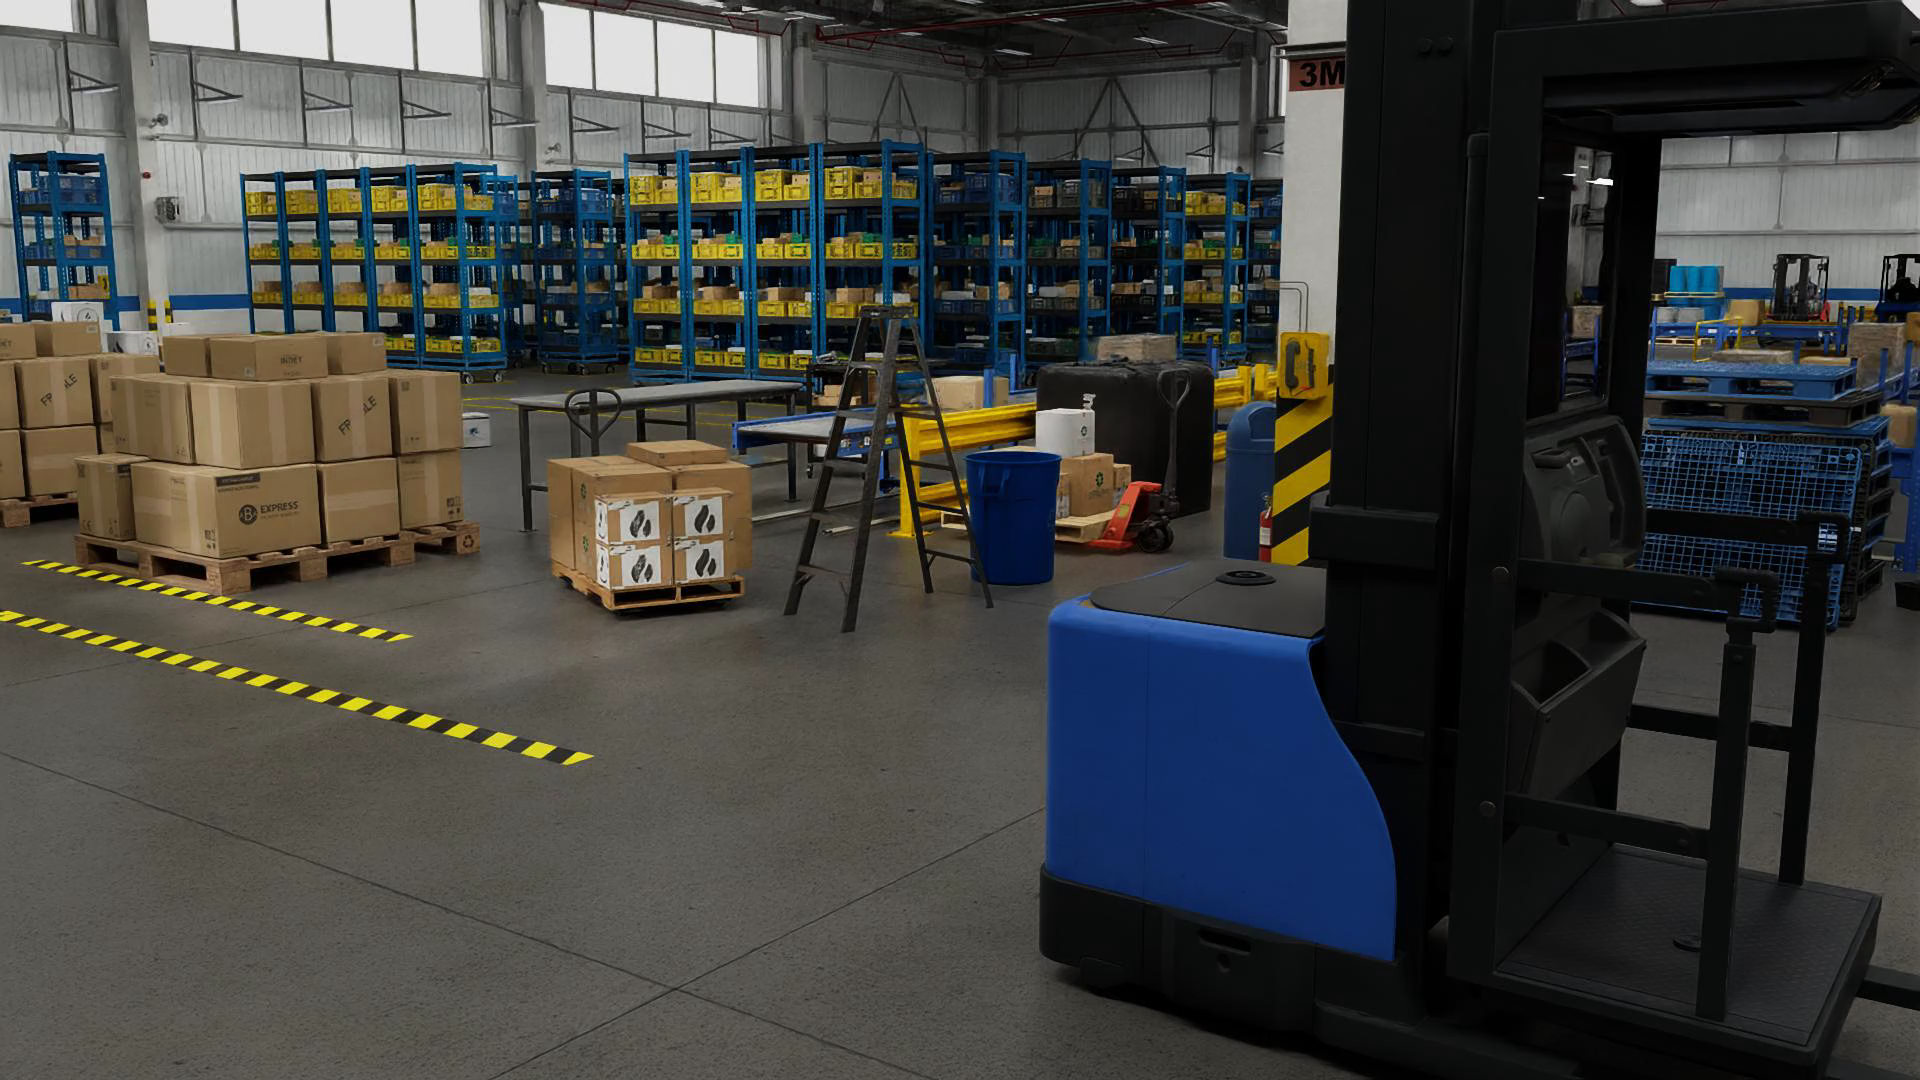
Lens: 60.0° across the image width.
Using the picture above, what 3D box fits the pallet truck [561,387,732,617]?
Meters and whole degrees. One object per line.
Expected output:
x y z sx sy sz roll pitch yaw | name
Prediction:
-1.981 -0.274 10.088 0.680 1.201 1.601 -5 11 -28 | pallet truck

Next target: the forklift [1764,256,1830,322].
20.253 -5.854 40.139 1.157 1.987 2.680 7 12 35 | forklift

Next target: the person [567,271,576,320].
-8.822 -5.231 37.971 0.992 1.775 0.704 -3 10 -19 | person

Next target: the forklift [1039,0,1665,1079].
1.249 -0.137 4.360 1.873 2.768 1.129 7 12 35 | forklift

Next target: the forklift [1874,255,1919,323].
22.089 -5.634 38.796 1.157 1.987 2.680 6 11 33 | forklift

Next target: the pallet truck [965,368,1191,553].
0.845 -0.609 11.869 1.630 1.274 0.653 7 12 35 | pallet truck
